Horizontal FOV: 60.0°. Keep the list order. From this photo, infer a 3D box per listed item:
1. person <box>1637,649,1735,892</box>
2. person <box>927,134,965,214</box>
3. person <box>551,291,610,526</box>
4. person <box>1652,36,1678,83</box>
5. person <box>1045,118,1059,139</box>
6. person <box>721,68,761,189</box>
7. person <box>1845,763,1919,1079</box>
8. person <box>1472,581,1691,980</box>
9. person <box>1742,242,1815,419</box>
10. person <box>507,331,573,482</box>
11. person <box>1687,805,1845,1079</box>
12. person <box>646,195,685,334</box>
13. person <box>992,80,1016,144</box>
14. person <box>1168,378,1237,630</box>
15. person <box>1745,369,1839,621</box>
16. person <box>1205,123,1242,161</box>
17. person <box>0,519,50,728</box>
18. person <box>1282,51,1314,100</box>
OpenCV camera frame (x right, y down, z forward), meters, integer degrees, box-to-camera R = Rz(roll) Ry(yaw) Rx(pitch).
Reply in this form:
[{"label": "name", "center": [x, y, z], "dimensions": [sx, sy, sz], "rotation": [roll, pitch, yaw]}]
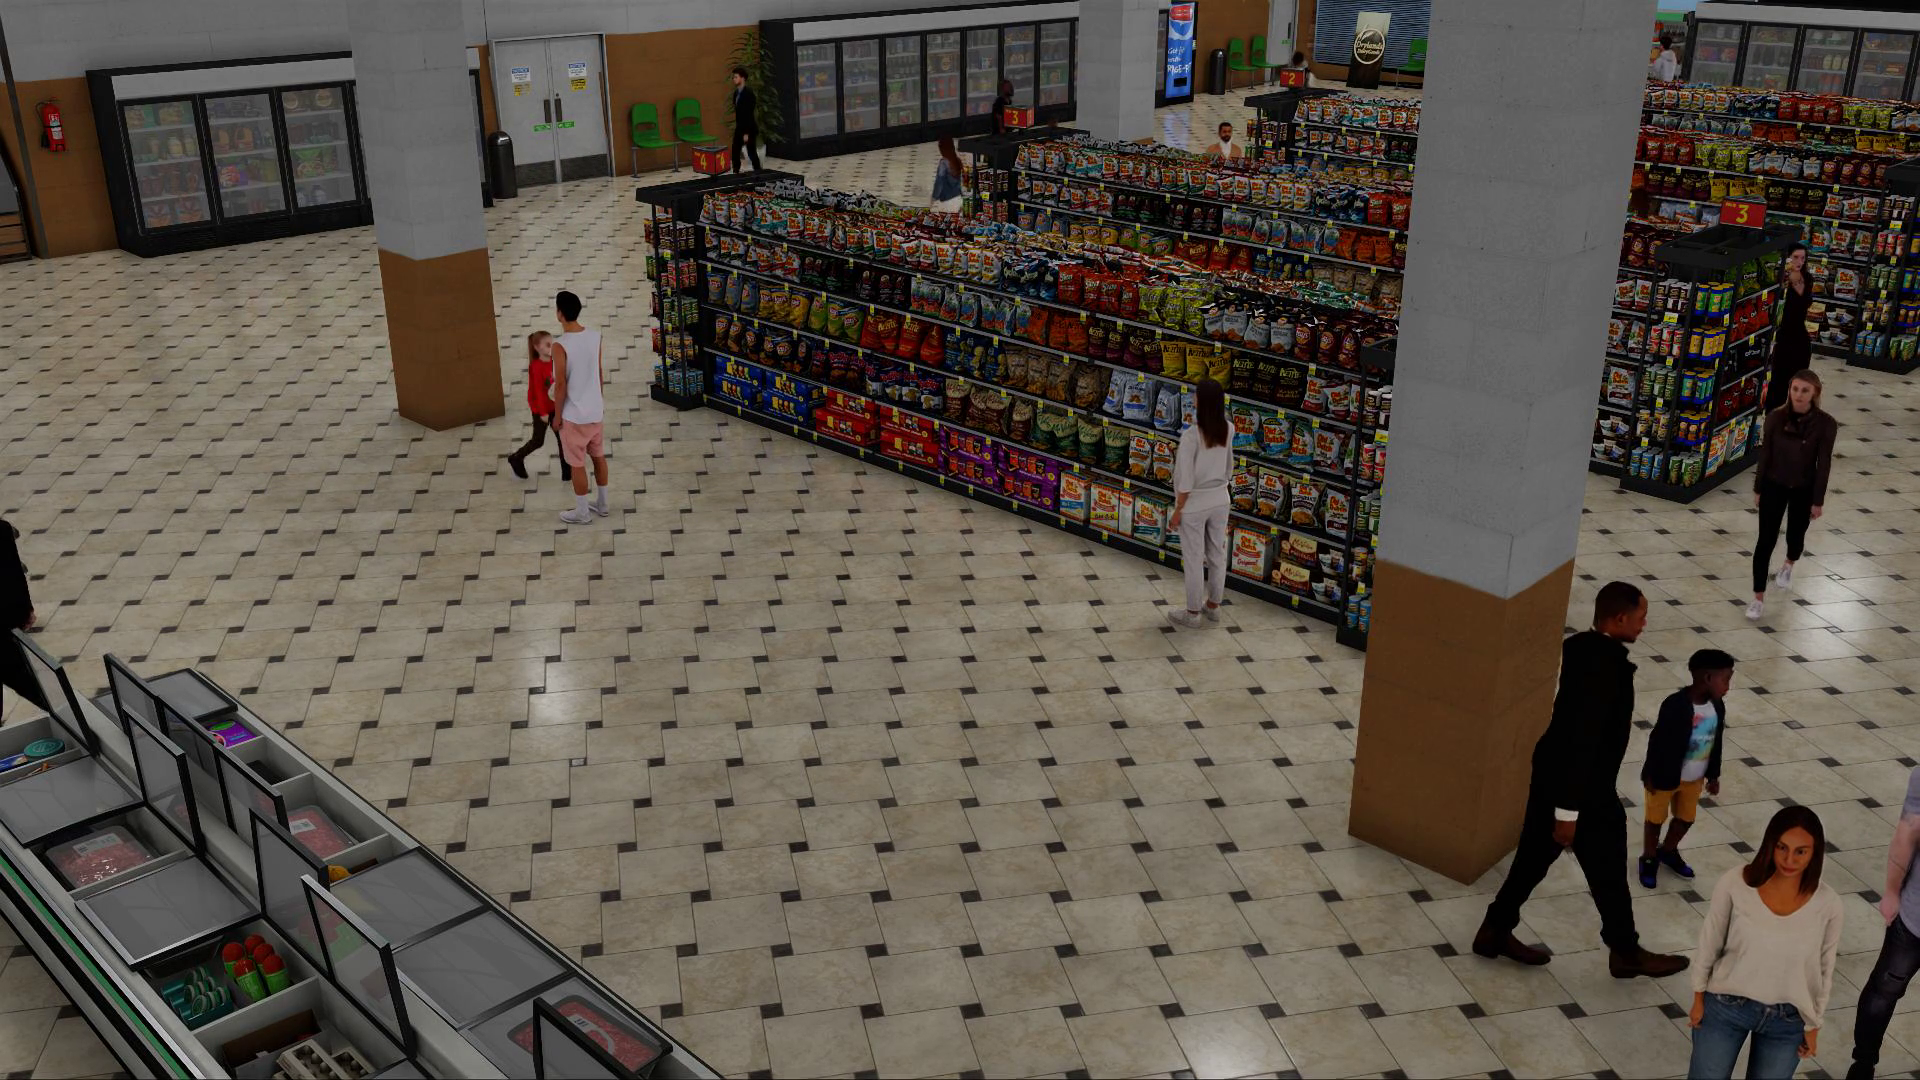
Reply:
[{"label": "person", "center": [3.474, 1.108, 8.083], "dimensions": [0.634, 1.250, 0.675], "rotation": [2, 22, 4]}, {"label": "person", "center": [-0.021, -4.125, 20.555], "dimensions": [1.133, 1.662, 0.924], "rotation": [7, 23, 16]}, {"label": "person", "center": [-2.878, -0.998, 12.603], "dimensions": [0.633, 1.789, 0.679], "rotation": [14, 26, 31]}, {"label": "person", "center": [12.863, -8.168, 30.294], "dimensions": [0.941, 1.902, 1.266], "rotation": [-11, 24, -25]}, {"label": "person", "center": [1.484, -6.263, 26.736], "dimensions": [0.475, 1.020, 0.555], "rotation": [5, 22, 13]}, {"label": "person", "center": [-3.263, -6.390, 25.912], "dimensions": [0.842, 1.871, 0.863], "rotation": [-16, 27, -35]}, {"label": "person", "center": [3.878, 1.432, 6.488], "dimensions": [0.700, 1.839, 0.820], "rotation": [6, 23, 15]}, {"label": "person", "center": [2.605, 1.076, 7.338], "dimensions": [1.267, 1.866, 1.128], "rotation": [4, 22, 10]}, {"label": "person", "center": [7.105, -1.752, 14.587], "dimensions": [1.036, 1.708, 1.223], "rotation": [-6, 23, -14]}, {"label": "person", "center": [-3.407, -1.067, 13.482], "dimensions": [0.950, 1.261, 0.730], "rotation": [8, 23, 20]}, {"label": "person", "center": [2.887, 1.698, 6.035], "dimensions": [0.606, 1.683, 0.746], "rotation": [9, 24, 21]}, {"label": "person", "center": [-2.947, -2.740, 17.105], "dimensions": [0.917, 1.664, 0.945], "rotation": [6, 23, 16]}, {"label": "person", "center": [0.566, -5.960, 24.930], "dimensions": [0.789, 1.805, 0.769], "rotation": [11, 24, 25]}, {"label": "person", "center": [1.594, -0.245, 10.863], "dimensions": [0.637, 1.688, 0.598], "rotation": [-14, 26, -31]}, {"label": "person", "center": [5.551, -0.321, 11.075], "dimensions": [1.075, 1.671, 0.821], "rotation": [13, 26, 30]}, {"label": "person", "center": [3.319, -4.419, 21.163], "dimensions": [0.762, 1.754, 0.790], "rotation": [-4, 22, -9]}, {"label": "person", "center": [-5.291, 0.461, 9.247], "dimensions": [1.173, 1.583, 1.072], "rotation": [2, 22, 4]}, {"label": "person", "center": [5.621, -7.128, 27.730], "dimensions": [1.300, 1.885, 1.191], "rotation": [6, 23, 14]}]
